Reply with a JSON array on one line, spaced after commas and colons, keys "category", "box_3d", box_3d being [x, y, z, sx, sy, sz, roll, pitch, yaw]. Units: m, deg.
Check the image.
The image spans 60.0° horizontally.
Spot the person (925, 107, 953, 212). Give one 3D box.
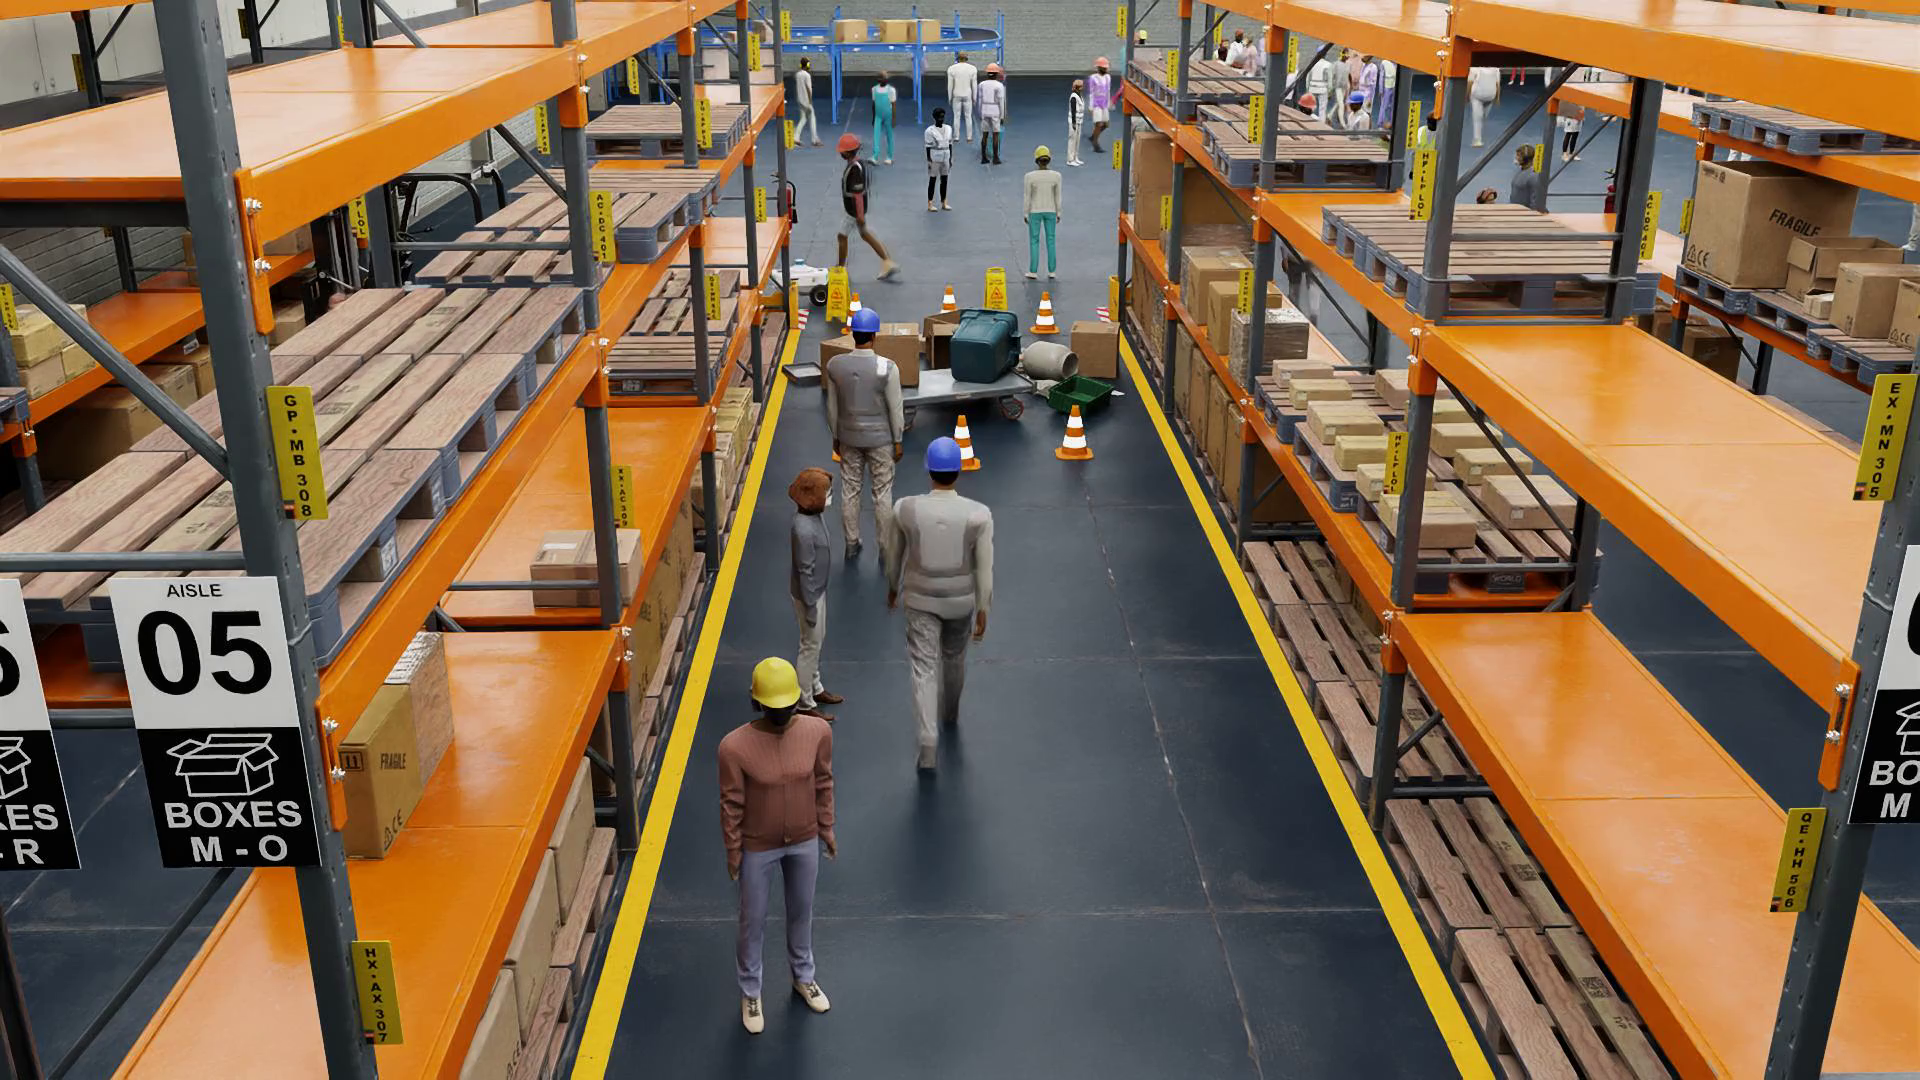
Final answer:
[{"category": "person", "box_3d": [-0.348, -6.273, 27.426, 0.530, 1.689, 0.321, -15, 25, -34]}]

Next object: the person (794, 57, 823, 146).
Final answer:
[{"category": "person", "box_3d": [-3.289, -9.218, 35.032, 0.551, 1.861, 0.588, -16, 26, -36]}]

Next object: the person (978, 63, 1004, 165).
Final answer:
[{"category": "person", "box_3d": [0.623, -8.325, 32.511, 0.543, 1.931, 0.387, 10, 23, 26]}]

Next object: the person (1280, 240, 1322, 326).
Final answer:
[{"category": "person", "box_3d": [4.035, -3.339, 19.378, 0.607, 1.903, 0.866, 1, 21, 1]}]

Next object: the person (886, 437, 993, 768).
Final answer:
[{"category": "person", "box_3d": [-0.120, 0.339, 9.676, 0.615, 1.904, 1.021, -1, 21, -2]}]

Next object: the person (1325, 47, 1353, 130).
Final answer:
[{"category": "person", "box_3d": [8.623, -10.267, 37.793, 0.578, 1.831, 0.884, -10, 23, -25]}]

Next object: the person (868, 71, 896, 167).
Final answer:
[{"category": "person", "box_3d": [-1.519, -8.167, 32.274, 0.537, 1.797, 0.932, 7, 22, 18]}]

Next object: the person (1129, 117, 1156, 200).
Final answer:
[{"category": "person", "box_3d": [3.107, -6.672, 28.426, 0.490, 1.729, 0.324, 6, 22, 16]}]

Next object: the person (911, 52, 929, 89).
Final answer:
[{"category": "person", "box_3d": [-1.156, -13.585, 46.470, 0.469, 1.889, 0.654, 13, 24, 31]}]

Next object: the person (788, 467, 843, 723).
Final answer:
[{"category": "person", "box_3d": [-0.888, 0.327, 10.071, 0.285, 1.623, 0.510, 1, 21, 2]}]

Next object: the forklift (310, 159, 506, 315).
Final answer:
[{"category": "forklift", "box_3d": [-5.622, -2.910, 17.832, 2.313, 2.155, 1.214, -1, 21, -1]}]

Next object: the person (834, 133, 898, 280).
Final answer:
[{"category": "person", "box_3d": [-1.336, -4.422, 22.133, 1.013, 1.985, 0.646, 3, 21, 7]}]

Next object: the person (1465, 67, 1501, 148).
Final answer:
[{"category": "person", "box_3d": [11.014, -9.243, 34.785, 0.711, 2.000, 0.900, -4, 21, -11]}]

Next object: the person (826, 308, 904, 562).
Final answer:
[{"category": "person", "box_3d": [-0.703, -0.783, 12.558, 0.602, 1.945, 0.395, 7, 22, 17]}]

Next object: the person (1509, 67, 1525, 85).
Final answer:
[{"category": "person", "box_3d": [15.989, -13.904, 47.505, 0.523, 1.758, 0.351, 14, 25, 33]}]

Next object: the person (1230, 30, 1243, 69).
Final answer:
[{"category": "person", "box_3d": [6.989, -11.943, 42.141, 0.346, 1.881, 0.578, 13, 24, 31]}]

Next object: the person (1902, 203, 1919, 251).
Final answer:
[{"category": "person", "box_3d": [14.126, -5.094, 24.247, 0.488, 1.737, 0.323, 1, 21, 3]}]

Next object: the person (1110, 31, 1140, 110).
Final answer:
[{"category": "person", "box_3d": [4.112, -11.500, 40.874, 0.621, 1.960, 0.886, -18, 27, -39]}]

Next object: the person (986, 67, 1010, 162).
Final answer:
[{"category": "person", "box_3d": [0.751, -8.346, 32.708, 0.445, 1.830, 0.563, -7, 22, -18]}]

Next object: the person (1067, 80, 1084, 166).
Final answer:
[{"category": "person", "box_3d": [2.262, -8.138, 32.441, 0.313, 1.632, 0.520, 7, 22, 17]}]

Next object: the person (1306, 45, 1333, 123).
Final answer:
[{"category": "person", "box_3d": [7.903, -9.875, 36.597, 0.602, 1.938, 0.400, 14, 25, 33]}]

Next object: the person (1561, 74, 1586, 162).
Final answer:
[{"category": "person", "box_3d": [12.172, -8.341, 32.879, 0.540, 1.696, 0.316, -15, 25, -34]}]

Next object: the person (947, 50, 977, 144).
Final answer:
[{"category": "person", "box_3d": [0.050, -9.429, 35.417, 0.635, 1.938, 0.361, -1, 21, -2]}]

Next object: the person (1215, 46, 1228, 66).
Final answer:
[{"category": "person", "box_3d": [5.698, -9.928, 36.783, 0.402, 1.910, 0.598, -5, 21, -13]}]

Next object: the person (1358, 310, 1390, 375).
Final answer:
[{"category": "person", "box_3d": [4.421, -2.618, 17.660, 0.331, 1.765, 0.533, -3, 21, -8]}]

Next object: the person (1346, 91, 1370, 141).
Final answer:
[{"category": "person", "box_3d": [6.533, -6.442, 27.535, 0.433, 1.937, 0.614, -4, 21, -11]}]

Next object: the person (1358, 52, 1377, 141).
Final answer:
[{"category": "person", "box_3d": [8.559, -9.399, 35.196, 0.396, 2.038, 0.615, -3, 21, -9]}]

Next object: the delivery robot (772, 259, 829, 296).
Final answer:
[{"category": "delivery robot", "box_3d": [-2.021, -3.296, 21.003, 0.707, 0.478, 0.477, -4, 21, -10]}]

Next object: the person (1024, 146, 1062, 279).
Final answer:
[{"category": "person", "box_3d": [1.109, -4.409, 22.400, 0.524, 1.761, 0.345, -4, 21, -10]}]

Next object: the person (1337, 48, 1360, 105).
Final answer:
[{"category": "person", "box_3d": [9.966, -11.931, 42.174, 0.618, 1.829, 0.979, -17, 27, -38]}]

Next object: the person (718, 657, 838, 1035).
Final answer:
[{"category": "person", "box_3d": [-0.779, 1.314, 7.262, 0.526, 1.769, 0.330, -10, 23, -24]}]

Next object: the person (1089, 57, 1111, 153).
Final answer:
[{"category": "person", "box_3d": [2.849, -8.936, 34.149, 0.551, 1.923, 0.537, -14, 25, -32]}]

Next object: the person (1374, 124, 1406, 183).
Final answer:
[{"category": "person", "box_3d": [6.692, -5.698, 26.019, 0.592, 1.592, 0.636, -4, 21, -10]}]

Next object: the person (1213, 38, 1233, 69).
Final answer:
[{"category": "person", "box_3d": [6.354, -11.246, 40.375, 0.563, 1.833, 0.374, -12, 24, -28]}]

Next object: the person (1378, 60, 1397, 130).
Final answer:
[{"category": "person", "box_3d": [9.610, -10.049, 37.089, 0.597, 1.915, 0.370, -5, 21, -12]}]

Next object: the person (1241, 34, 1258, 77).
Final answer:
[{"category": "person", "box_3d": [6.921, -11.208, 40.120, 0.363, 1.939, 0.636, -7, 22, -17]}]

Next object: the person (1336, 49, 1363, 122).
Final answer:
[{"category": "person", "box_3d": [9.005, -10.533, 38.420, 0.656, 1.882, 0.825, -12, 24, -28]}]
